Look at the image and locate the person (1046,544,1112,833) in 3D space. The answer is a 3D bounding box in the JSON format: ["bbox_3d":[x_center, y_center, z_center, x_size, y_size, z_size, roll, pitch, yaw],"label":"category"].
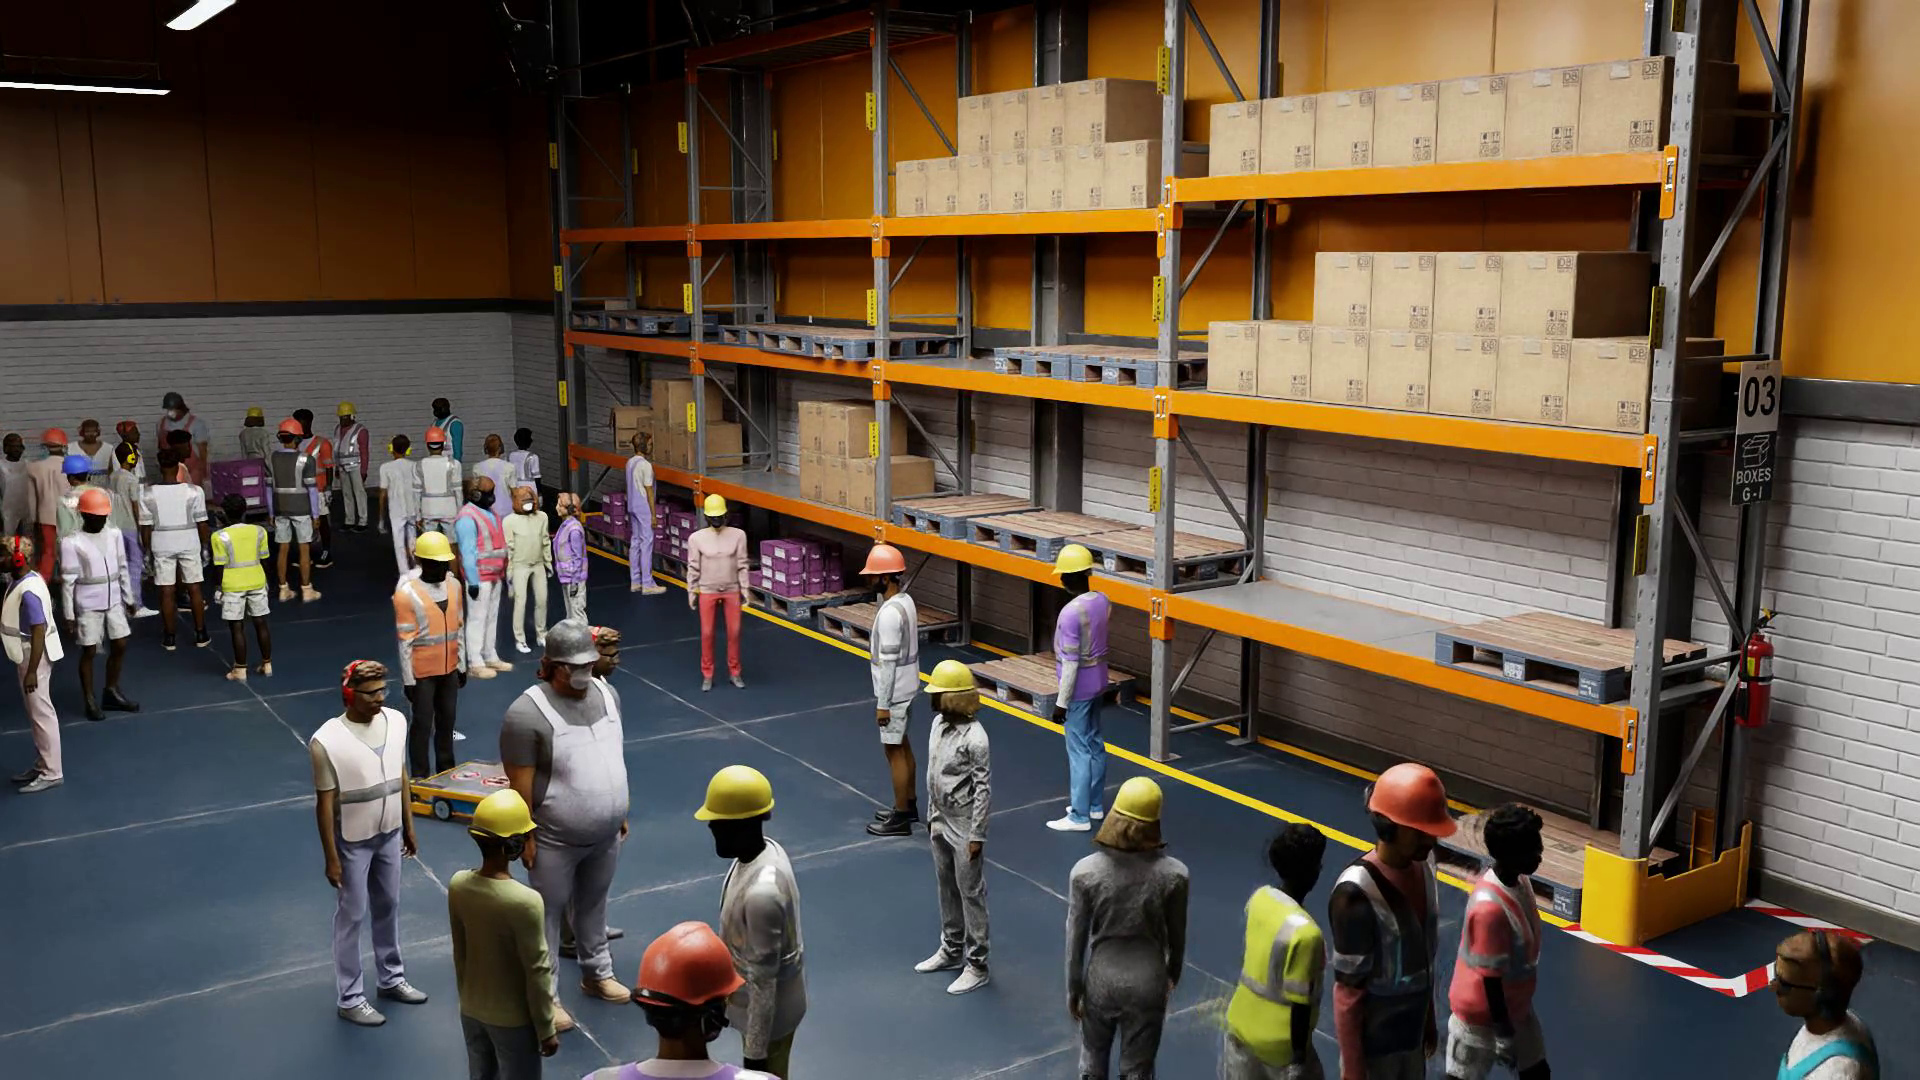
[{"bbox_3d":[0.784,0.978,11.018,0.375,1.924,0.585,5,11,28],"label":"person"}]

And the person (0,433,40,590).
[{"bbox_3d":[-10.584,-0.282,18.674,0.340,1.839,0.503,6,11,29],"label":"person"}]

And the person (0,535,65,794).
[{"bbox_3d":[-6.614,0.872,11.863,0.389,1.847,0.563,-7,12,-34],"label":"person"}]

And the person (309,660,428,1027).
[{"bbox_3d":[-2.971,1.486,8.295,0.388,1.838,0.563,5,11,27],"label":"person"}]

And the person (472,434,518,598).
[{"bbox_3d":[-5.148,-0.264,18.541,0.508,1.847,0.345,0,10,-2],"label":"person"}]

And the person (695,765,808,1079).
[{"bbox_3d":[-0.783,1.785,6.320,0.399,1.918,0.584,-2,10,-12],"label":"person"}]

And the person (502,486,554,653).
[{"bbox_3d":[-4.166,0.278,16.030,0.508,1.625,0.284,-9,13,-44],"label":"person"}]

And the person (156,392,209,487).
[{"bbox_3d":[-10.423,-0.997,22.272,0.701,2.000,0.542,0,10,2],"label":"person"}]

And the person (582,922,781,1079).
[{"bbox_3d":[-0.725,2.029,4.514,0.608,2.039,0.395,1,10,4],"label":"person"}]

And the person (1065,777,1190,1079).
[{"bbox_3d":[0.687,1.796,6.839,0.491,1.712,0.667,1,10,8],"label":"person"}]

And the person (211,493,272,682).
[{"bbox_3d":[-6.445,0.423,14.932,0.320,1.698,0.538,7,12,37],"label":"person"}]

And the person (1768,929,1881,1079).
[{"bbox_3d":[2.691,2.056,5.012,0.776,1.826,0.514,5,11,29],"label":"person"}]

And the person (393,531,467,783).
[{"bbox_3d":[-3.657,0.883,11.609,0.394,1.919,0.583,6,11,29],"label":"person"}]

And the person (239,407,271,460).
[{"bbox_3d":[-9.759,-0.990,23.138,0.484,1.732,0.317,3,10,19],"label":"person"}]

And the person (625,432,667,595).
[{"bbox_3d":[-3.569,-0.304,18.775,0.336,1.845,0.513,-8,13,-40],"label":"person"}]

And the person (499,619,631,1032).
[{"bbox_3d":[-1.895,1.385,8.286,0.536,2.000,0.683,8,12,38],"label":"person"}]

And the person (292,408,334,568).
[{"bbox_3d":[-7.963,-0.636,20.367,0.612,1.963,0.361,2,10,14],"label":"person"}]

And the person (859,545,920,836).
[{"bbox_3d":[-0.465,0.987,10.966,0.389,1.929,0.546,1,10,8],"label":"person"}]

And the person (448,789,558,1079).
[{"bbox_3d":[-1.764,1.835,6.489,0.526,1.761,0.333,7,12,36],"label":"person"}]

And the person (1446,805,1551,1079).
[{"bbox_3d":[2.220,1.866,6.534,0.783,1.661,0.556,7,12,34],"label":"person"}]

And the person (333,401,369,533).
[{"bbox_3d":[-8.416,-1.006,22.972,0.591,1.824,0.403,5,11,27],"label":"person"}]

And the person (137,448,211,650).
[{"bbox_3d":[-7.607,0.087,16.124,0.608,1.965,0.370,-5,11,-25],"label":"person"}]

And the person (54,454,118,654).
[{"bbox_3d":[-8.343,0.142,15.891,0.438,1.933,0.638,4,10,21],"label":"person"}]

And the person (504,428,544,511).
[{"bbox_3d":[-5.390,-0.546,20.633,0.541,1.696,0.315,5,11,25],"label":"person"}]

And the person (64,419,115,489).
[{"bbox_3d":[-10.695,-0.586,20.480,0.599,1.822,0.481,-6,12,-33],"label":"person"}]

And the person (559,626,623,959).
[{"bbox_3d":[-2.028,1.364,9.055,0.419,1.828,0.561,0,10,2],"label":"person"}]

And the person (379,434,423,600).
[{"bbox_3d":[-6.176,-0.246,18.446,0.370,1.851,0.548,9,13,42],"label":"person"}]

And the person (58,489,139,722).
[{"bbox_3d":[-7.064,0.525,13.690,0.440,1.925,0.629,4,11,24],"label":"person"}]

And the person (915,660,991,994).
[{"bbox_3d":[-0.035,1.474,8.637,0.308,1.743,0.494,-6,11,-31],"label":"person"}]

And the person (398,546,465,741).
[{"bbox_3d":[-4.119,0.786,13.003,0.358,1.628,0.545,7,12,36],"label":"person"}]

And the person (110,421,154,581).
[{"bbox_3d":[-9.750,-0.465,19.606,0.350,1.884,0.583,0,10,-2],"label":"person"}]

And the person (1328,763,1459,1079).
[{"bbox_3d":[1.571,1.778,6.023,0.411,2.032,0.613,9,13,41],"label":"person"}]

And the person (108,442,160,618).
[{"bbox_3d":[-8.760,-0.106,17.583,0.510,1.860,0.333,7,12,34],"label":"person"}]

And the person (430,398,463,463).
[{"bbox_3d":[-7.252,-1.093,23.466,0.635,1.831,0.429,8,12,39],"label":"person"}]

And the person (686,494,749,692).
[{"bbox_3d":[-2.113,0.461,14.549,0.543,1.756,0.361,-3,10,-18],"label":"person"}]

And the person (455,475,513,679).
[{"bbox_3d":[-4.314,0.326,15.098,0.429,1.841,0.635,1,10,7],"label":"person"}]

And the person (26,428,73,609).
[{"bbox_3d":[-9.768,-0.227,17.980,0.621,1.968,0.855,-1,10,-9],"label":"person"}]

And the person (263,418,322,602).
[{"bbox_3d":[-7.345,-0.325,18.365,0.602,2.035,0.409,1,10,6],"label":"person"}]

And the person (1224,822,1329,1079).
[{"bbox_3d":[1.243,1.902,6.404,0.757,1.637,0.538,-3,10,-16],"label":"person"}]

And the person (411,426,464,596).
[{"bbox_3d":[-5.793,-0.298,18.512,0.547,1.930,0.379,-1,10,-6],"label":"person"}]

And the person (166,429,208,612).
[{"bbox_3d":[-8.378,-0.218,17.916,0.374,1.966,0.607,-4,11,-24],"label":"person"}]

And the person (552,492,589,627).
[{"bbox_3d":[-3.602,0.367,15.430,0.308,1.645,0.516,-5,11,-25],"label":"person"}]
